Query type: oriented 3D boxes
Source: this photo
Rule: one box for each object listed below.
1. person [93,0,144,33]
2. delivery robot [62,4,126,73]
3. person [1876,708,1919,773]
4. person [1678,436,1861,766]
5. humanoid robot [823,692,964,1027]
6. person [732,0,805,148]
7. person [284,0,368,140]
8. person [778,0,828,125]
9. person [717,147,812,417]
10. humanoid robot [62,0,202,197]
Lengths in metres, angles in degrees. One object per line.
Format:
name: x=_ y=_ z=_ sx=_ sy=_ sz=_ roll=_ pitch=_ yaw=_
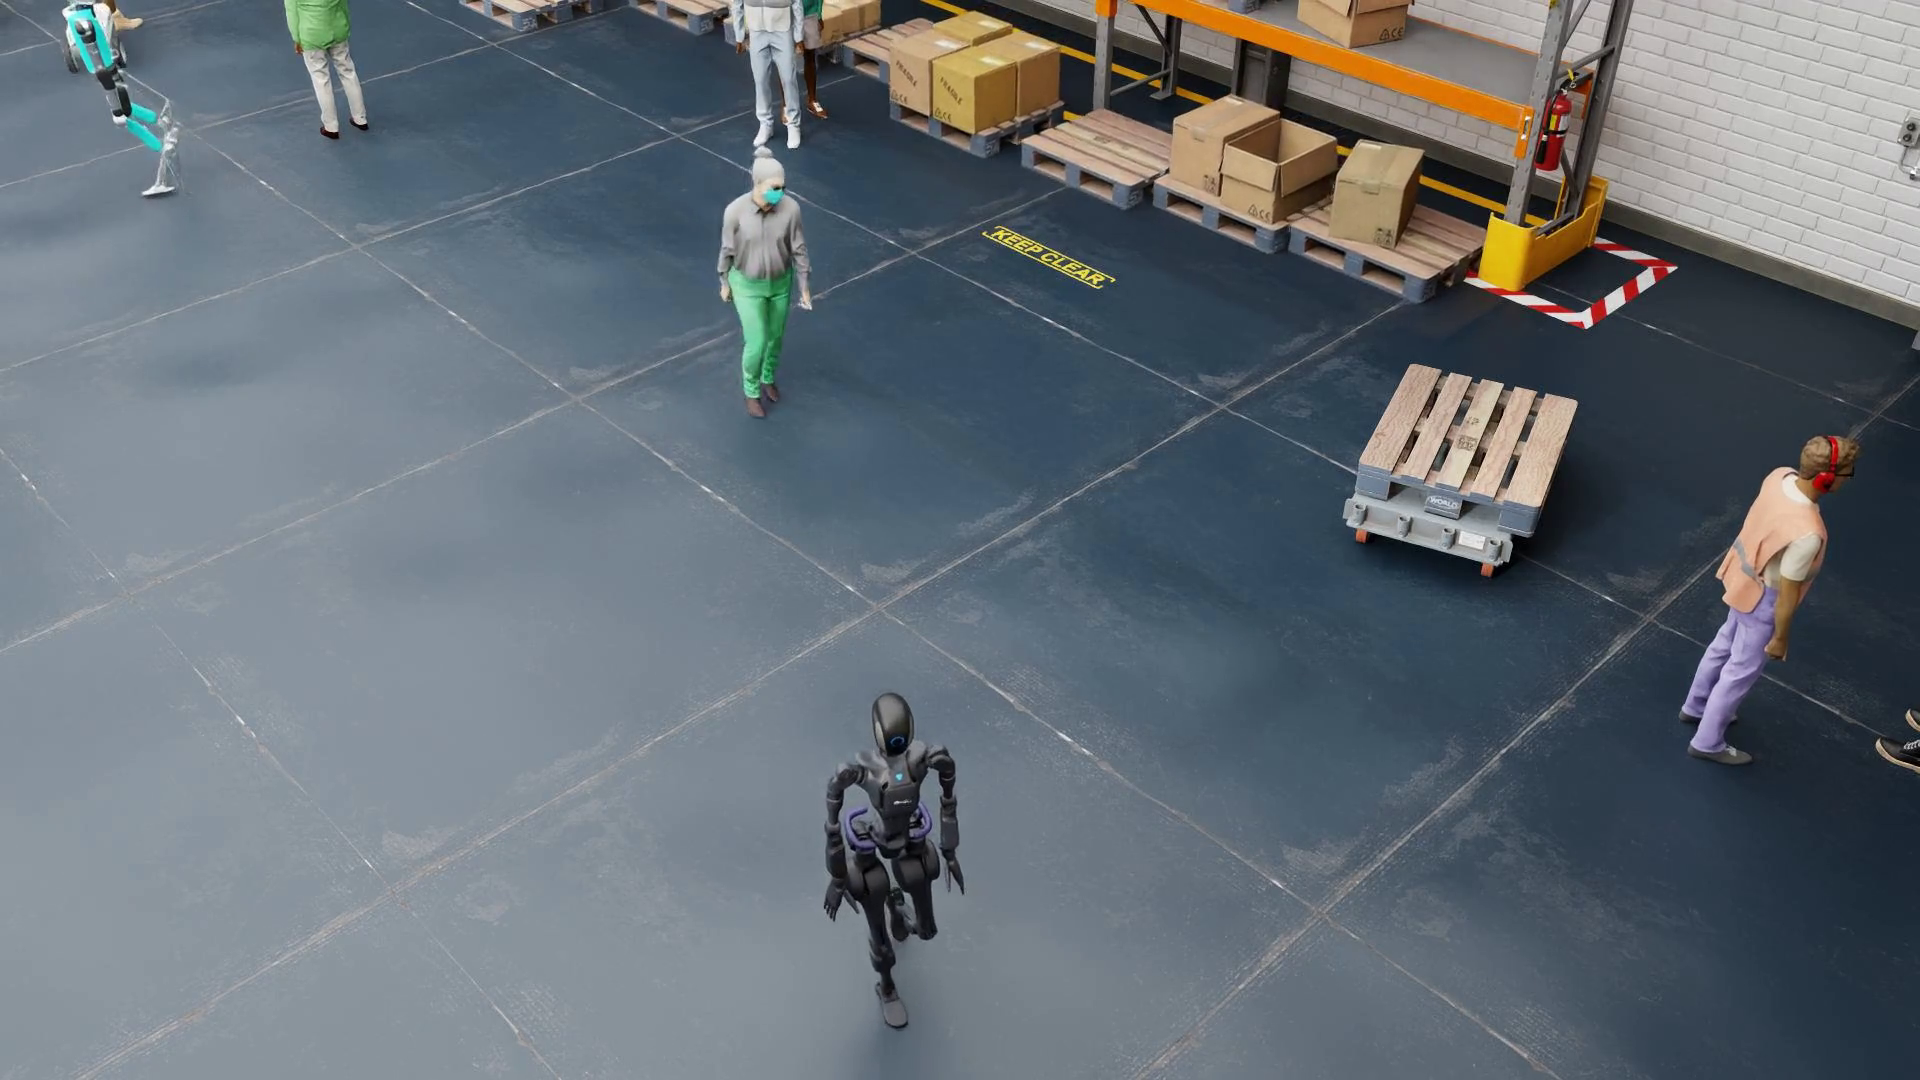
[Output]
person: x=-8.351 y=-5.894 z=15.866 sx=0.605 sy=2.045 sz=0.376 roll=23 pitch=43 yaw=27
delivery robot: x=-8.115 y=-4.714 z=15.553 sx=0.499 sy=0.614 sz=0.791 roll=-12 pitch=39 yaw=-15
person: x=4.830 y=0.284 z=7.750 sx=0.605 sy=1.966 sz=0.368 roll=-26 pitch=44 yaw=-30
person: x=3.773 y=0.286 z=7.857 sx=0.380 sy=1.838 sz=0.562 roll=5 pitch=37 yaw=7
humanoid robot: x=-0.304 y=1.240 z=6.731 sx=0.584 sy=1.635 sz=0.549 roll=-12 pitch=39 yaw=-16
person: x=-1.572 y=-4.200 z=13.737 sx=0.597 sy=1.909 sz=0.400 roll=3 pitch=37 yaw=4
person: x=-5.333 y=-4.250 z=13.916 sx=0.389 sy=1.778 sz=0.535 roll=28 pitch=45 yaw=32
person: x=-1.395 y=-4.494 z=14.170 sx=0.494 sy=1.852 sz=0.397 roll=-15 pitch=40 yaw=-19
person: x=-1.221 y=-1.629 z=10.399 sx=0.535 sy=1.817 sz=0.572 roll=-15 pitch=40 yaw=-19
humanoid robot: x=-6.329 y=-3.401 z=12.912 sx=0.739 sy=1.907 sz=0.554 roll=-17 pitch=40 yaw=-22
